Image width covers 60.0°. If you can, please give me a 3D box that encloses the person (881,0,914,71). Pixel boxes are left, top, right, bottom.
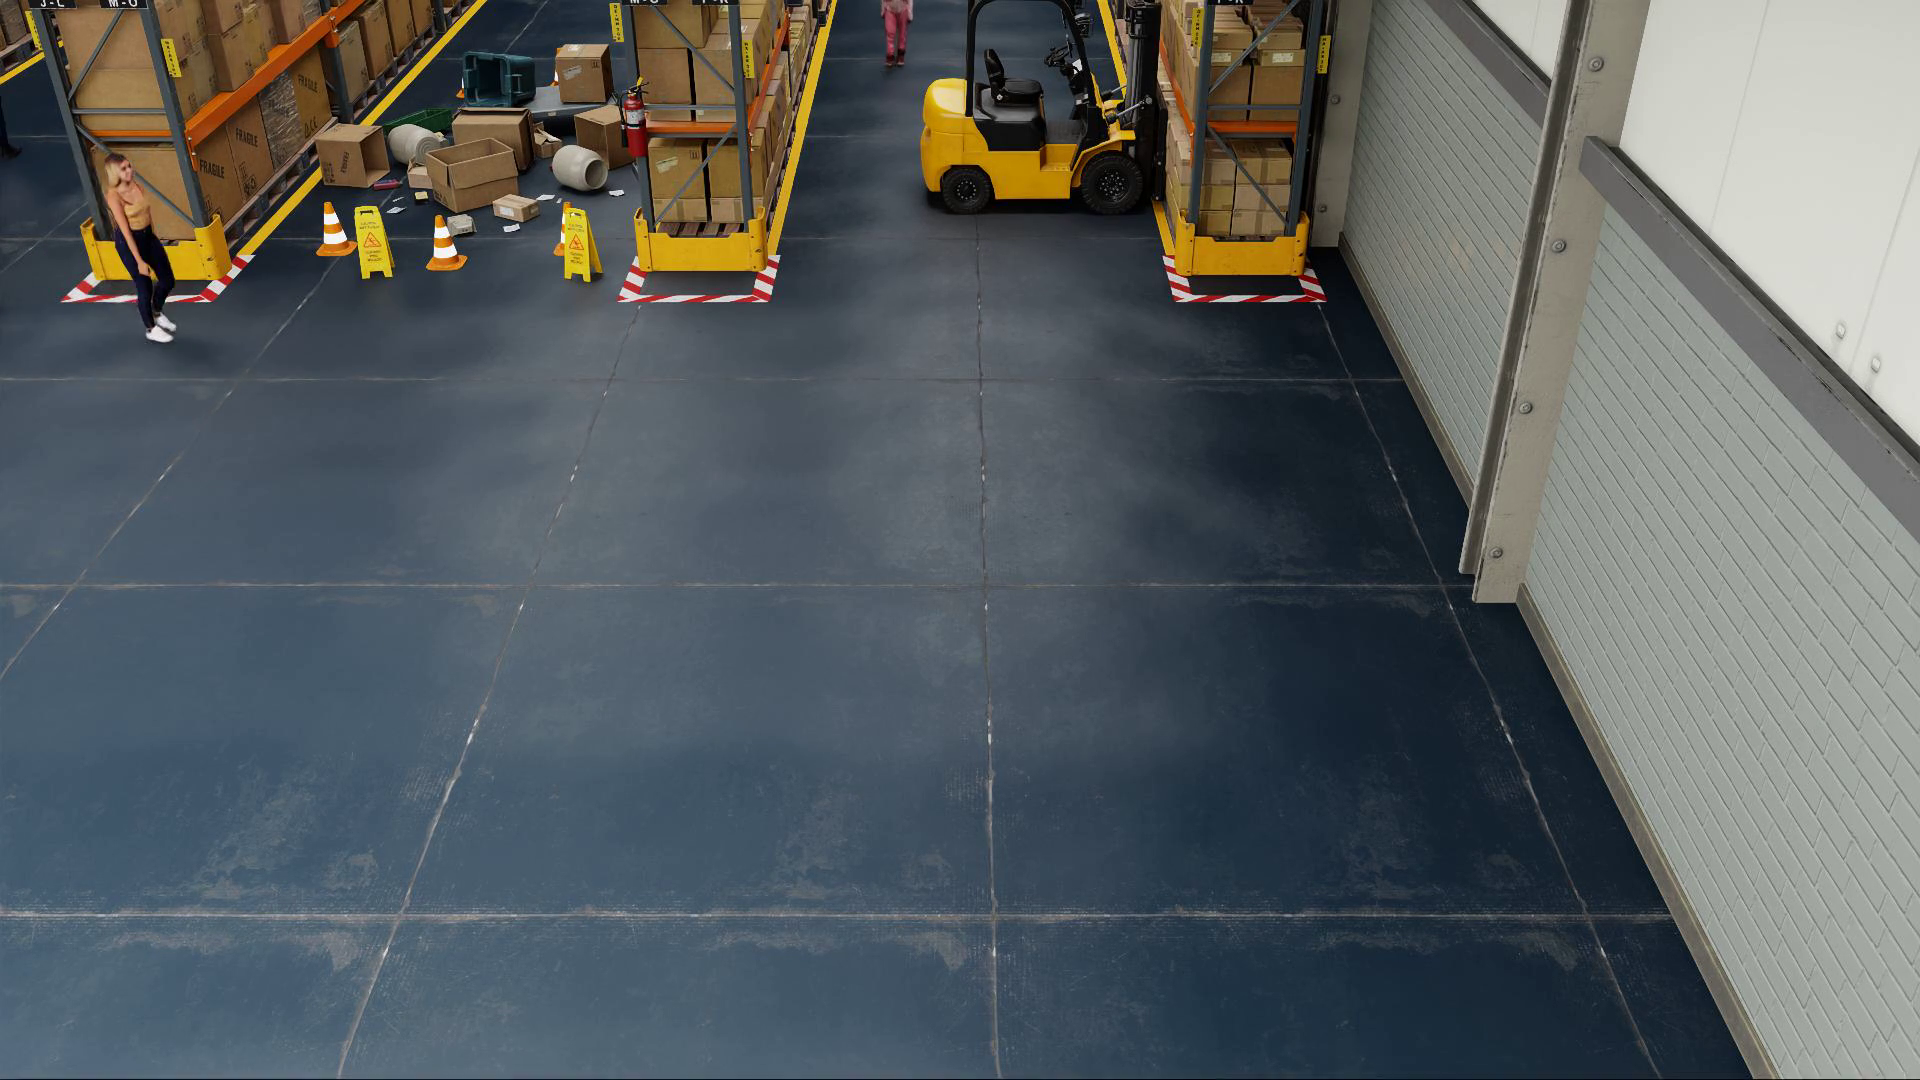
[{"bbox_3d":[-0.763,-6.534,20.434,0.624,1.418,0.947,3,32,5],"label":"person"}]

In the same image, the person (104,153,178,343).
[{"bbox_3d":[-6.828,-2.397,13.691,0.711,1.615,0.618,10,34,15],"label":"person"}]
